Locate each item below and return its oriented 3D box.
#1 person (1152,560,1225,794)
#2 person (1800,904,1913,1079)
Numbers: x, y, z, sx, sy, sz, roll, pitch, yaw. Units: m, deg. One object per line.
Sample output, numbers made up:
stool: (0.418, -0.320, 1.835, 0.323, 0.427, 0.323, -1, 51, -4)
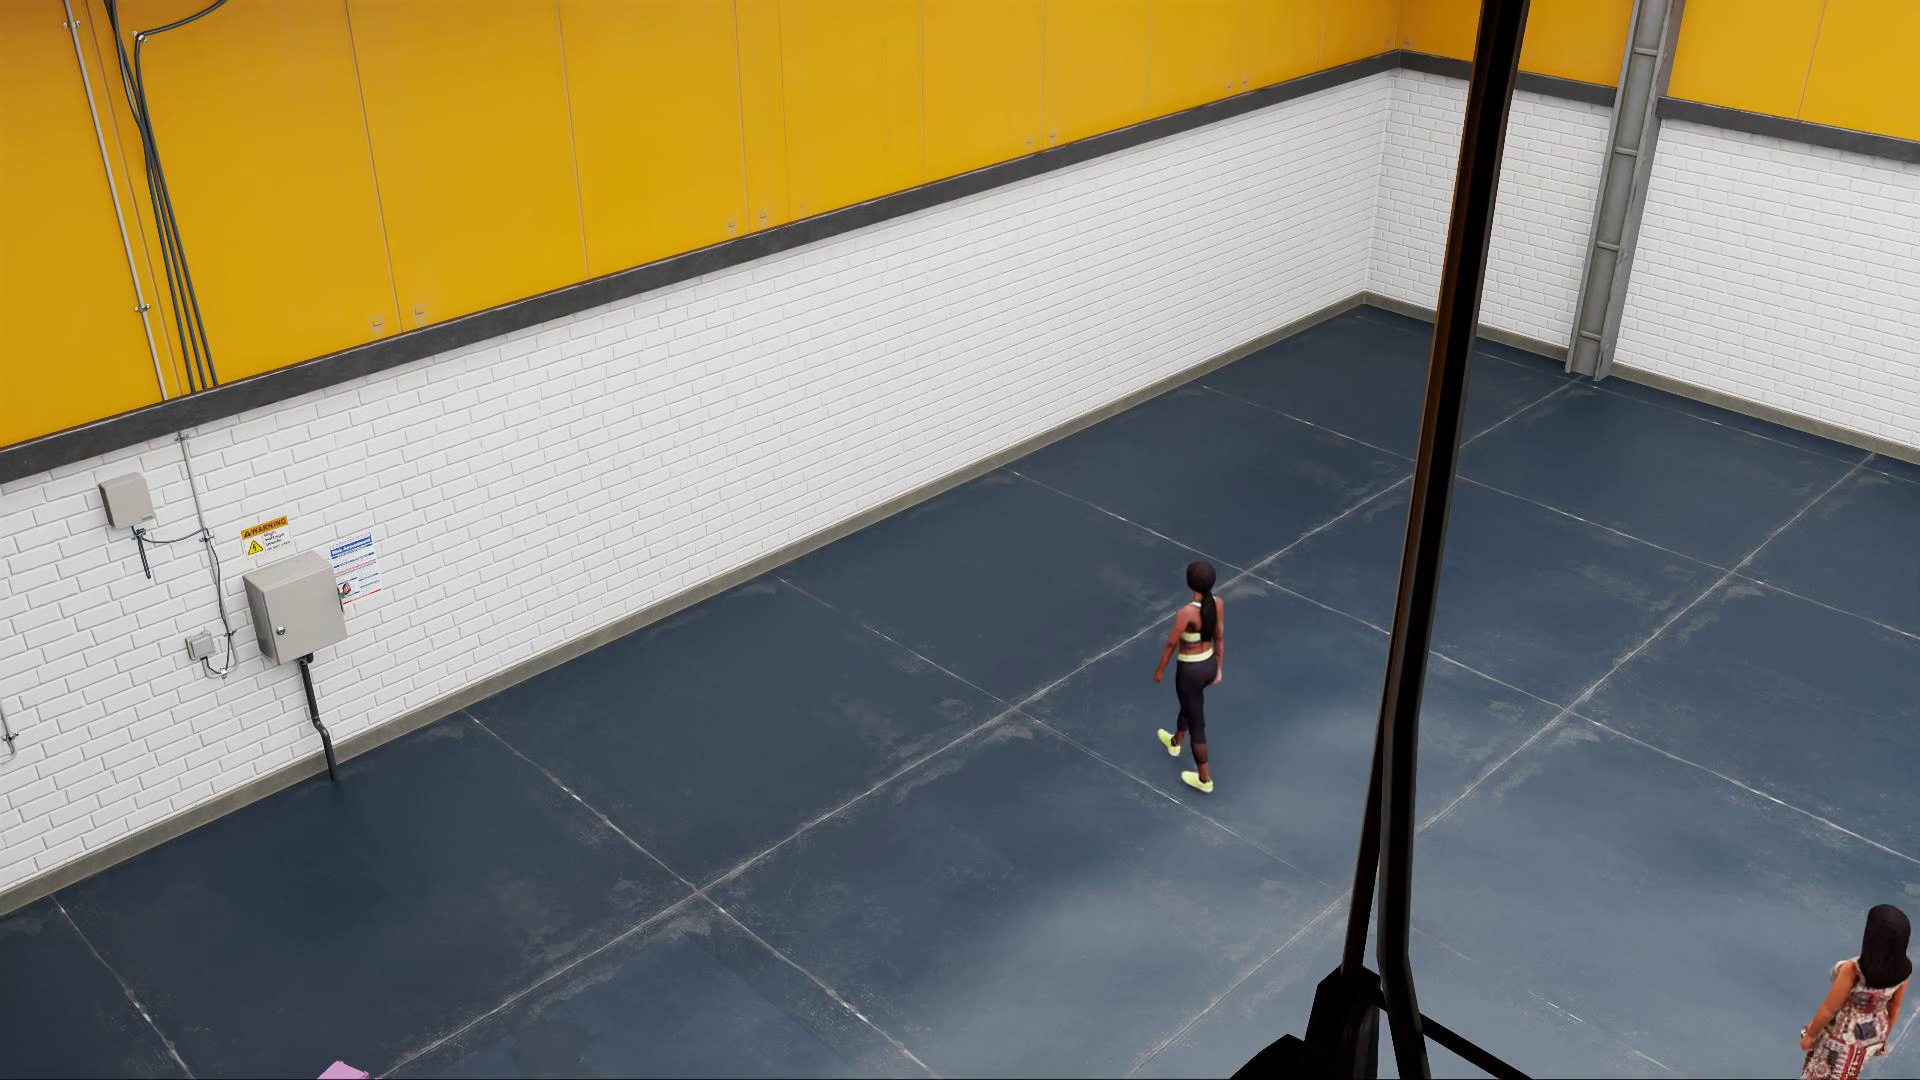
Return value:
person: (1.679, 0.982, 11.447, 0.674, 1.728, 0.964, -20, 34, -32)
person: (4.634, 2.620, 8.557, 0.912, 1.620, 1.127, -10, 30, -17)
